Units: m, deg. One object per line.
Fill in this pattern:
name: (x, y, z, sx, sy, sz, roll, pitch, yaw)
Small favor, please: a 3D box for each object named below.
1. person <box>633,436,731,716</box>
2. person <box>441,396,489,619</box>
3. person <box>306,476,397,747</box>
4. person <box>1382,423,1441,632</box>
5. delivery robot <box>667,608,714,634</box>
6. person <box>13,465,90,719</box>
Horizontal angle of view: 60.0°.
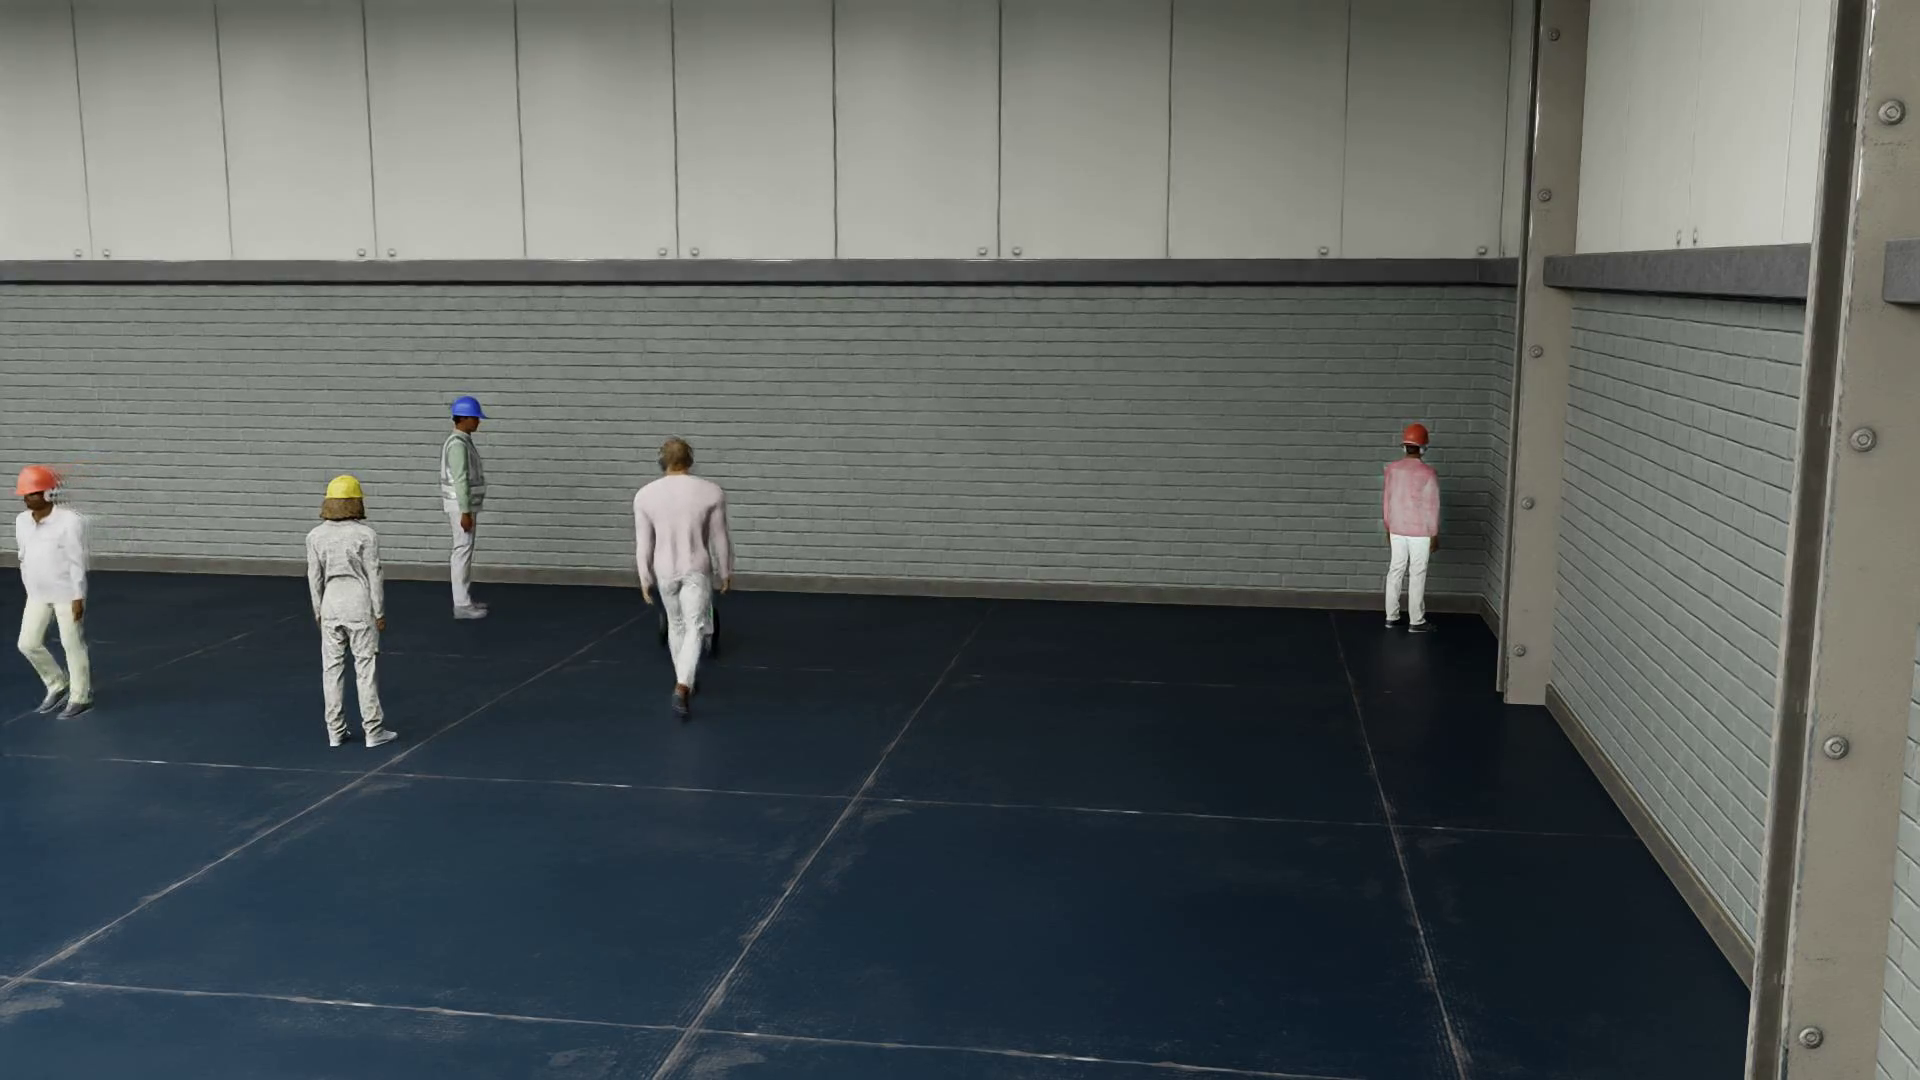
person: (-1.919, 0.237, 11.460, 0.640, 1.907, 0.952, 0, 9, 1)
person: (-4.326, -0.290, 14.579, 0.407, 1.942, 0.615, -2, 10, -15)
person: (-3.889, 0.456, 10.619, 0.483, 1.736, 0.311, 1, 9, 7)
person: (3.812, -0.105, 14.009, 0.319, 1.755, 0.572, -6, 11, -35)
delivery robot: (-2.163, 0.566, 13.287, 0.477, 0.478, 0.707, -2, 10, -12)
person: (-6.126, 0.357, 11.233, 0.580, 1.737, 0.394, 2, 9, 13)
